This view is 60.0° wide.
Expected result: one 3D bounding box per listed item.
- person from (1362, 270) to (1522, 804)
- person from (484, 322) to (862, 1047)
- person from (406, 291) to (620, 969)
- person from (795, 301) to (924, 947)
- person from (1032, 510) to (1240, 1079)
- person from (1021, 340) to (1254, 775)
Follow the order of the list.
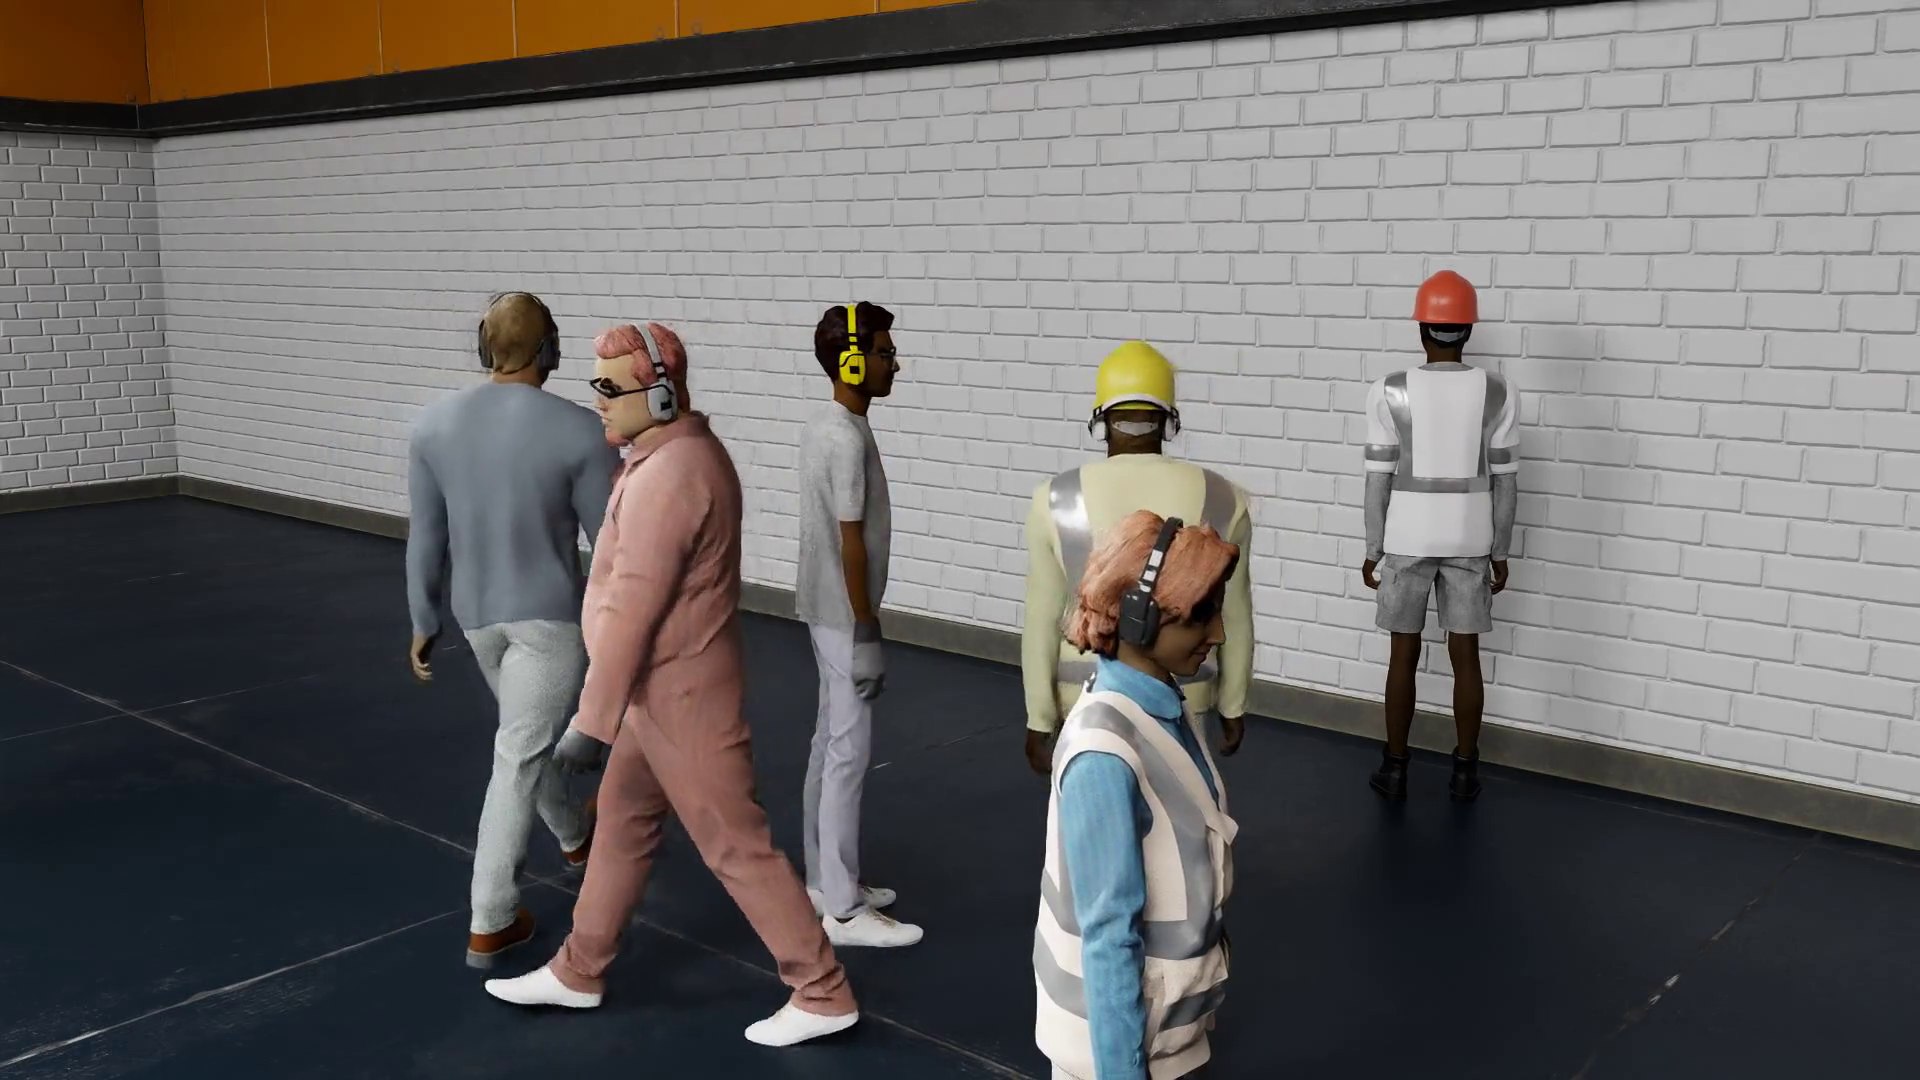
[{"bbox_3d":[1.733,0.001,6.057,0.545,1.942,0.354,1,10,8],"label":"person"},{"bbox_3d":[-0.711,0.390,4.142,0.980,1.853,0.637,-1,10,-5],"label":"person"},{"bbox_3d":[-1.242,0.218,4.955,0.655,1.887,1.017,3,10,16],"label":"person"},{"bbox_3d":[-0.313,0.244,4.878,0.335,1.873,0.521,-2,10,-13],"label":"person"},{"bbox_3d":[0.264,0.767,2.560,0.310,1.640,0.514,2,10,12],"label":"person"},{"bbox_3d":[0.459,0.395,4.244,0.605,1.799,0.889,0,10,-2],"label":"person"}]
